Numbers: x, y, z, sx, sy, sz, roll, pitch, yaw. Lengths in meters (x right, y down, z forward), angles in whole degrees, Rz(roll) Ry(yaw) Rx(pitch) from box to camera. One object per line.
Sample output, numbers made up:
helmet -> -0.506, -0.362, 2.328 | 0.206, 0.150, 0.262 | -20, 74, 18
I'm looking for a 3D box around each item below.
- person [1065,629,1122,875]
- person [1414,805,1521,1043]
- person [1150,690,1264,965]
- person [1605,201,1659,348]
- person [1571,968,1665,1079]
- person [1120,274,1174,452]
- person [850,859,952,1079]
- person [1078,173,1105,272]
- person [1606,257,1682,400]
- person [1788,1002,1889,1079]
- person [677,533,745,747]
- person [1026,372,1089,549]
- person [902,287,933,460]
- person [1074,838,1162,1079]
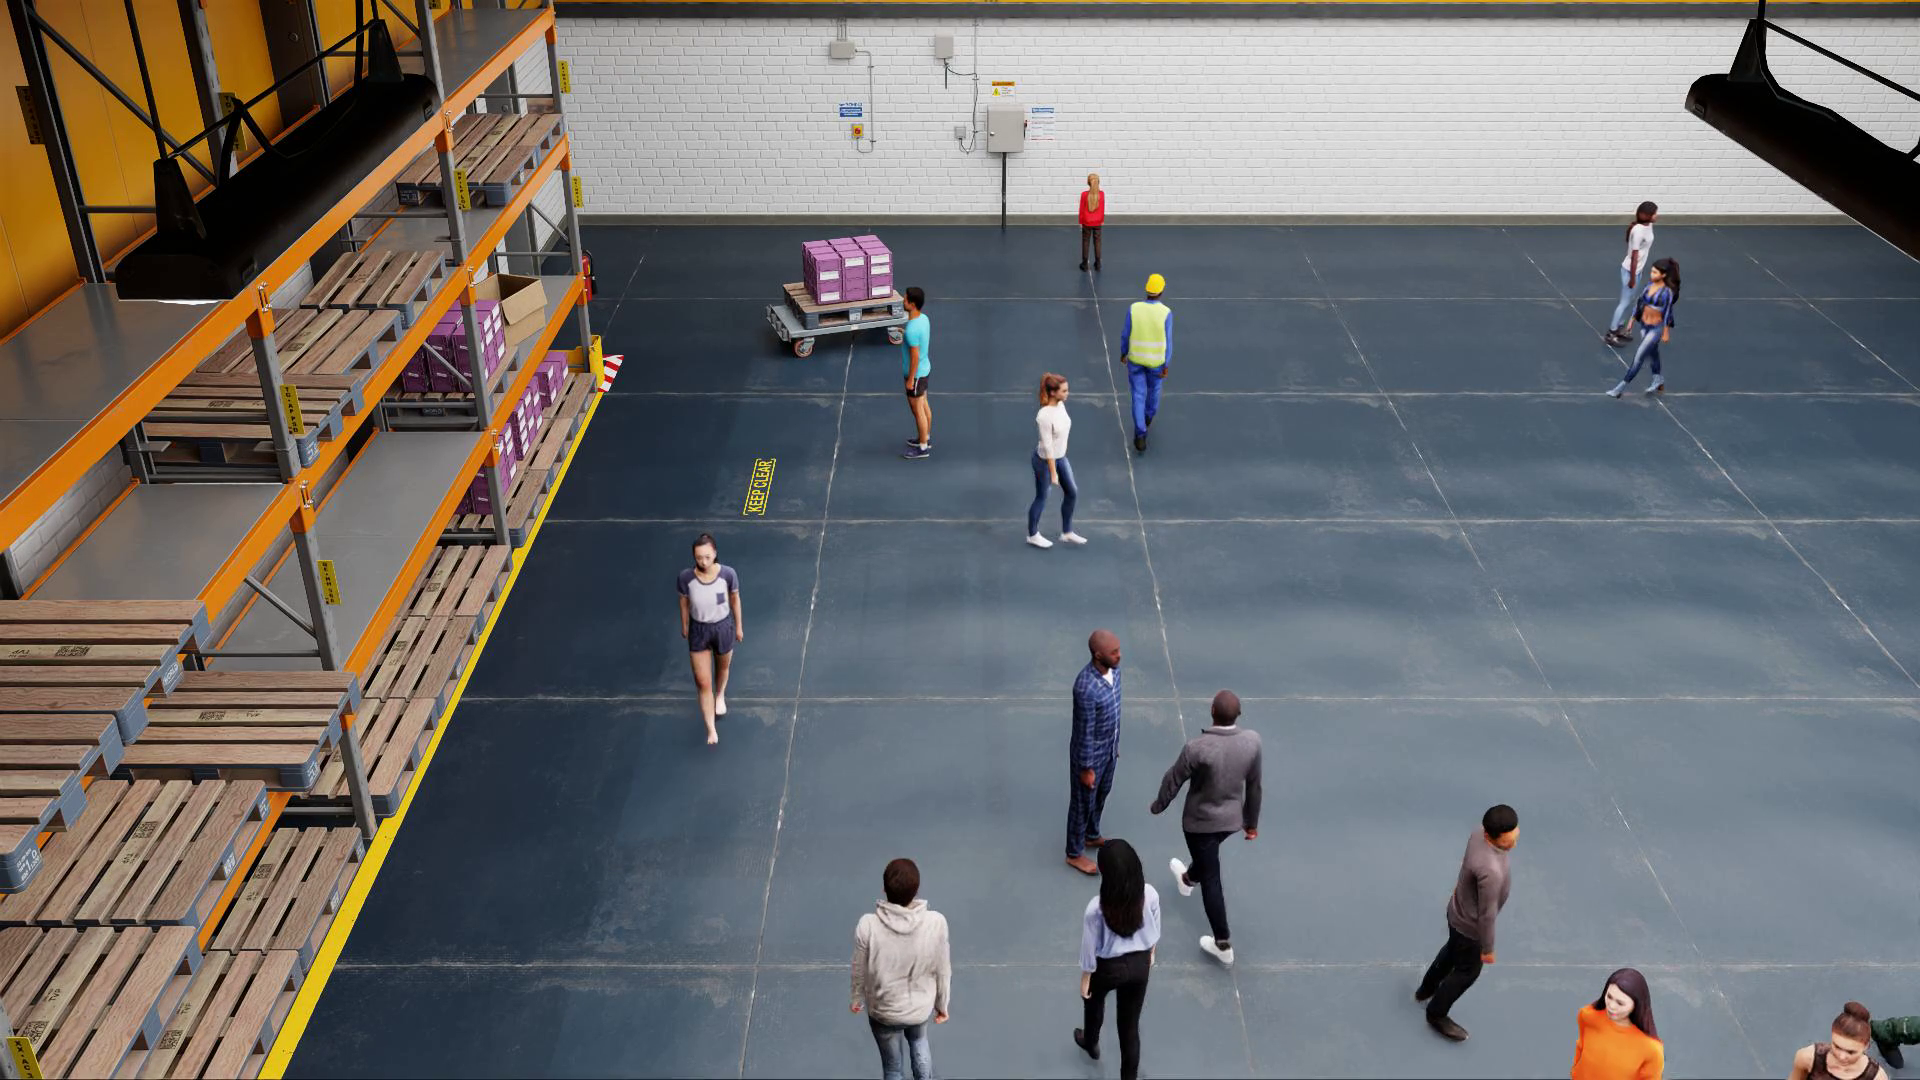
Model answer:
person -> 0.884, 1.371, 11.025 | 0.816, 1.818, 0.717 | 16, 32, 27
person -> 2.919, 2.168, 9.658 | 0.904, 1.729, 0.647 | -16, 32, -26
person -> 1.601, 1.813, 10.281 | 1.018, 1.756, 1.283 | -11, 31, -19
person -> 7.826, -3.116, 19.354 | 0.724, 1.719, 0.636 | 19, 34, 30
person -> 3.347, 2.831, 8.465 | 1.137, 1.707, 1.087 | -25, 37, -38
person -> 1.877, -1.774, 16.841 | 0.740, 1.771, 1.195 | 3, 29, 5
person -> -0.292, 2.545, 8.854 | 0.783, 1.837, 0.811 | -9, 30, -17
person -> 1.717, -4.155, 21.716 | 0.523, 1.281, 0.523 | -6, 29, -11
person -> 7.526, -2.263, 17.948 | 0.910, 1.569, 1.057 | -9, 30, -16
person -> 4.322, 2.924, 8.339 | 0.793, 1.665, 0.973 | 13, 31, 23
person -> -1.874, 0.674, 12.519 | 0.738, 1.613, 1.042 | -6, 29, -10
person -> 0.725, -0.702, 14.947 | 0.870, 1.703, 0.838 | 16, 32, 27
person -> -0.423, -1.681, 16.668 | 0.709, 1.773, 0.495 | 4, 29, 8
person -> 0.902, 2.456, 9.144 | 0.871, 1.715, 1.037 | -9, 30, -17
